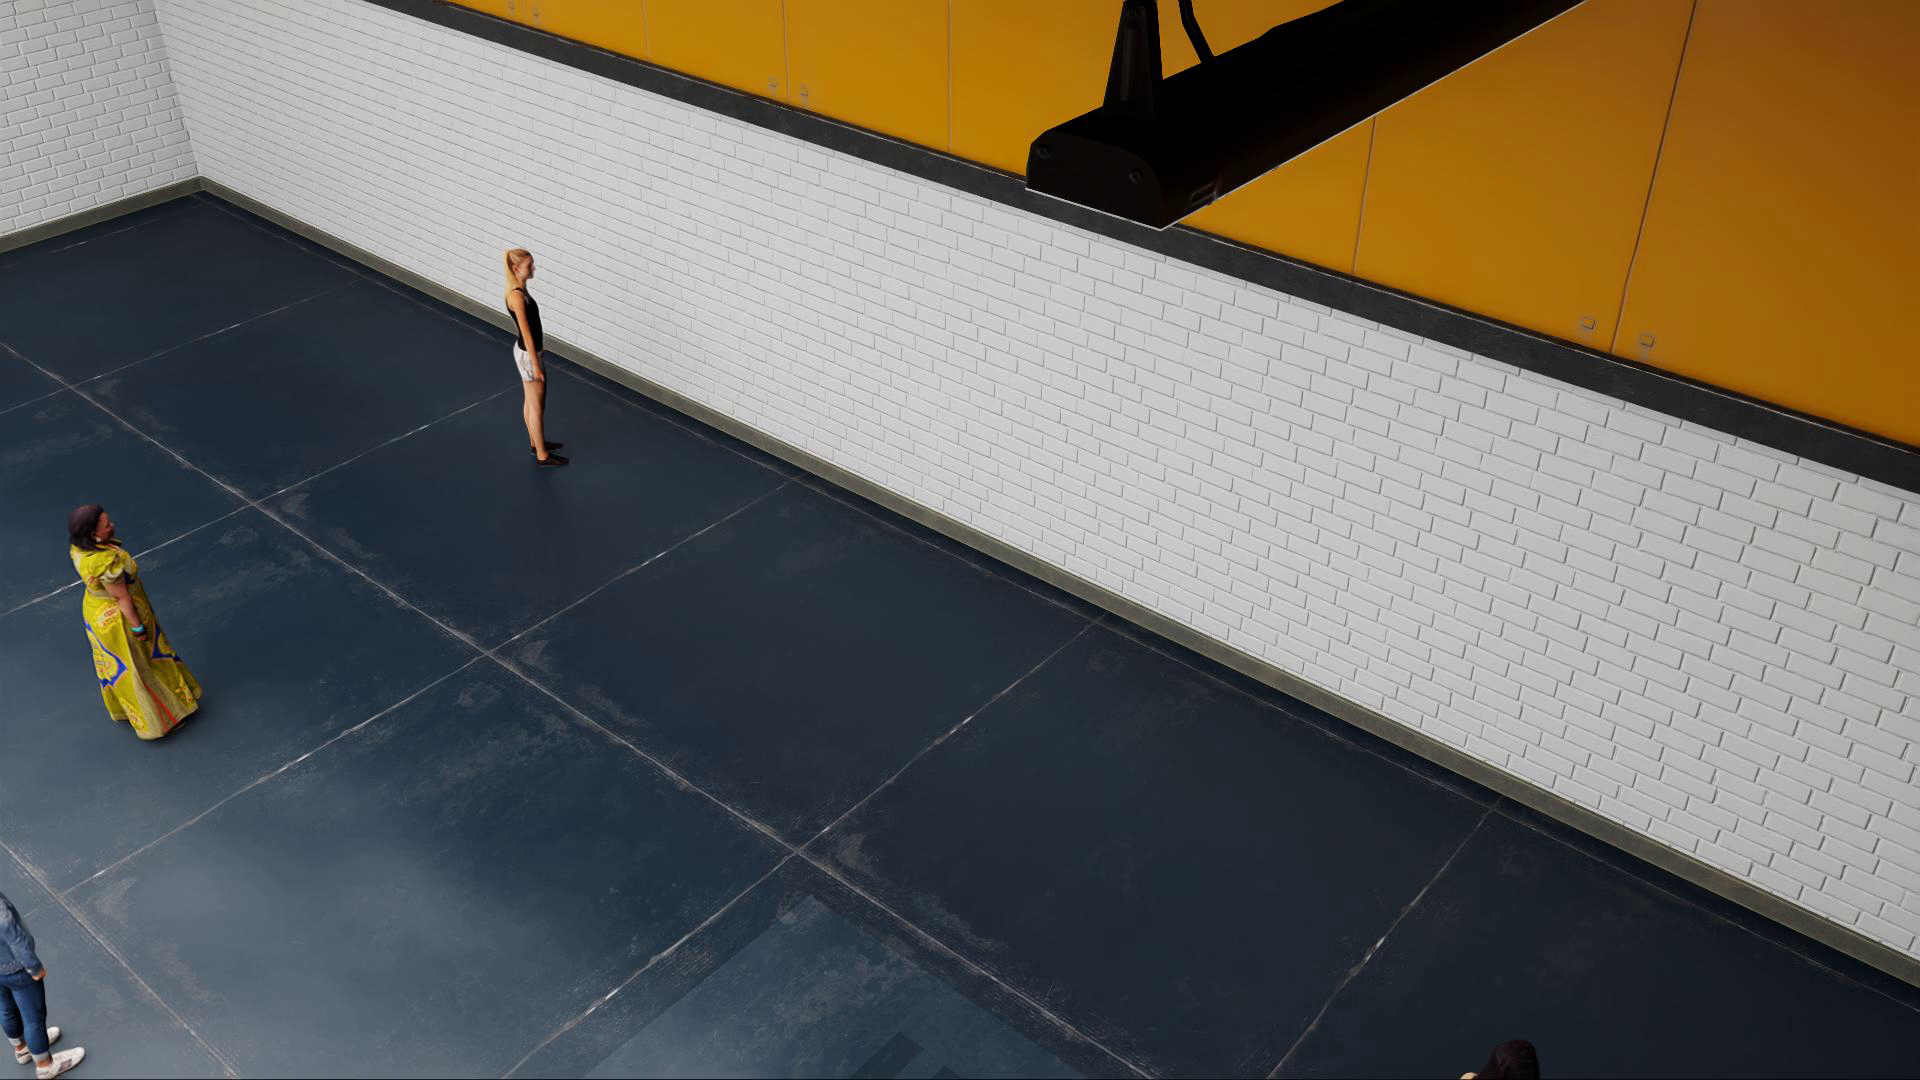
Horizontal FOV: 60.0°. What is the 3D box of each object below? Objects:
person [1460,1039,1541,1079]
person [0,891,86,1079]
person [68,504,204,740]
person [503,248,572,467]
[{"bbox_3d":[2.186,2.717,6.998,0.603,1.736,0.621,-21,39,-28],"label":"person"},{"bbox_3d":[-4.712,2.075,8.201,0.582,1.474,0.526,19,38,26],"label":"person"},{"bbox_3d":[-5.265,0.490,10.427,0.848,1.660,0.759,27,42,35],"label":"person"},{"bbox_3d":[-3.422,-1.468,13.196,0.693,1.845,0.682,-11,35,-16],"label":"person"}]
